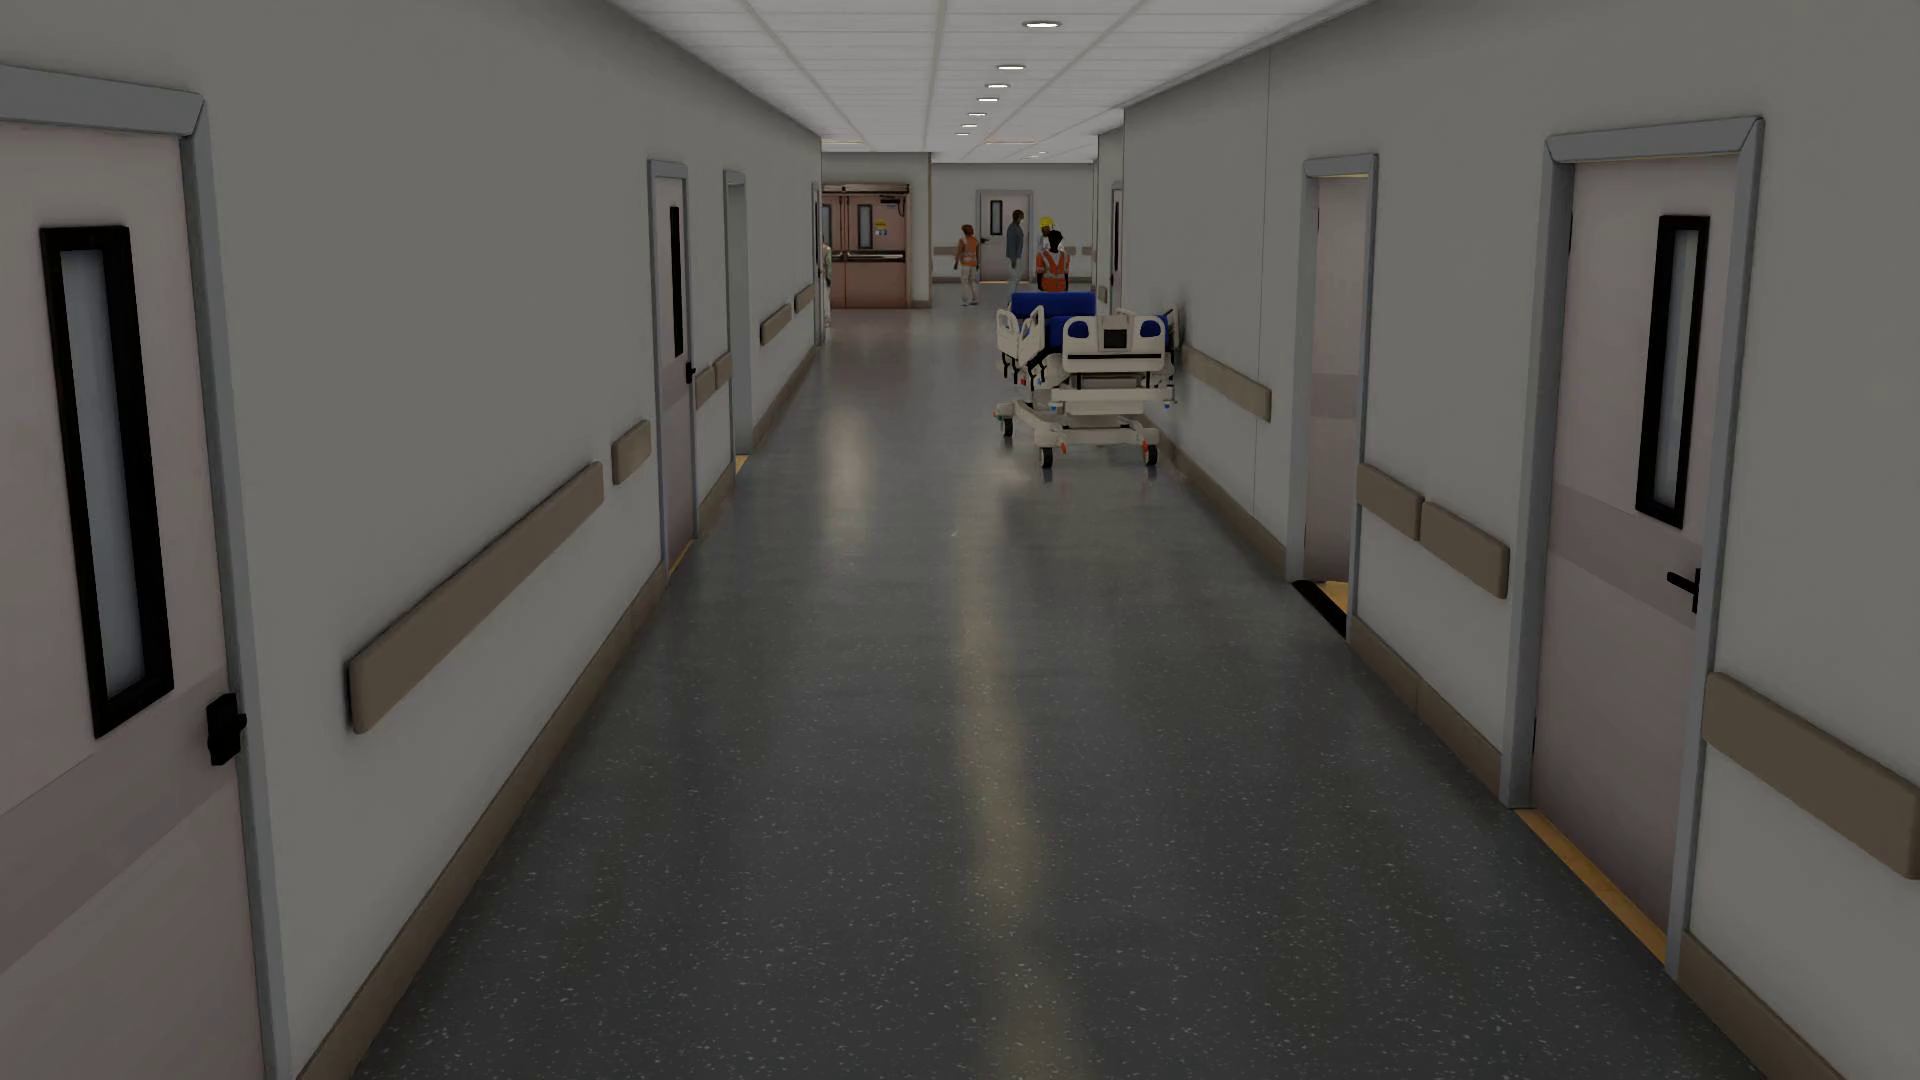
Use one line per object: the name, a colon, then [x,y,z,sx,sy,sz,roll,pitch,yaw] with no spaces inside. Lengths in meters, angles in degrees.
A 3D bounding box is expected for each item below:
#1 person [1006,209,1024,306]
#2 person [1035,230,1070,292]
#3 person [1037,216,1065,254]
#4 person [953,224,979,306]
person: [1.095,-5.521,32.688,0.384,1.928,0.636,3,12,12]
person: [1.312,-3.530,23.535,0.532,1.697,0.322,-5,12,-21]
person: [1.611,-4.798,29.414,0.411,1.818,0.697,-11,16,-43]
person: [0.146,-5.512,33.368,0.534,1.627,0.419,-11,16,-42]
